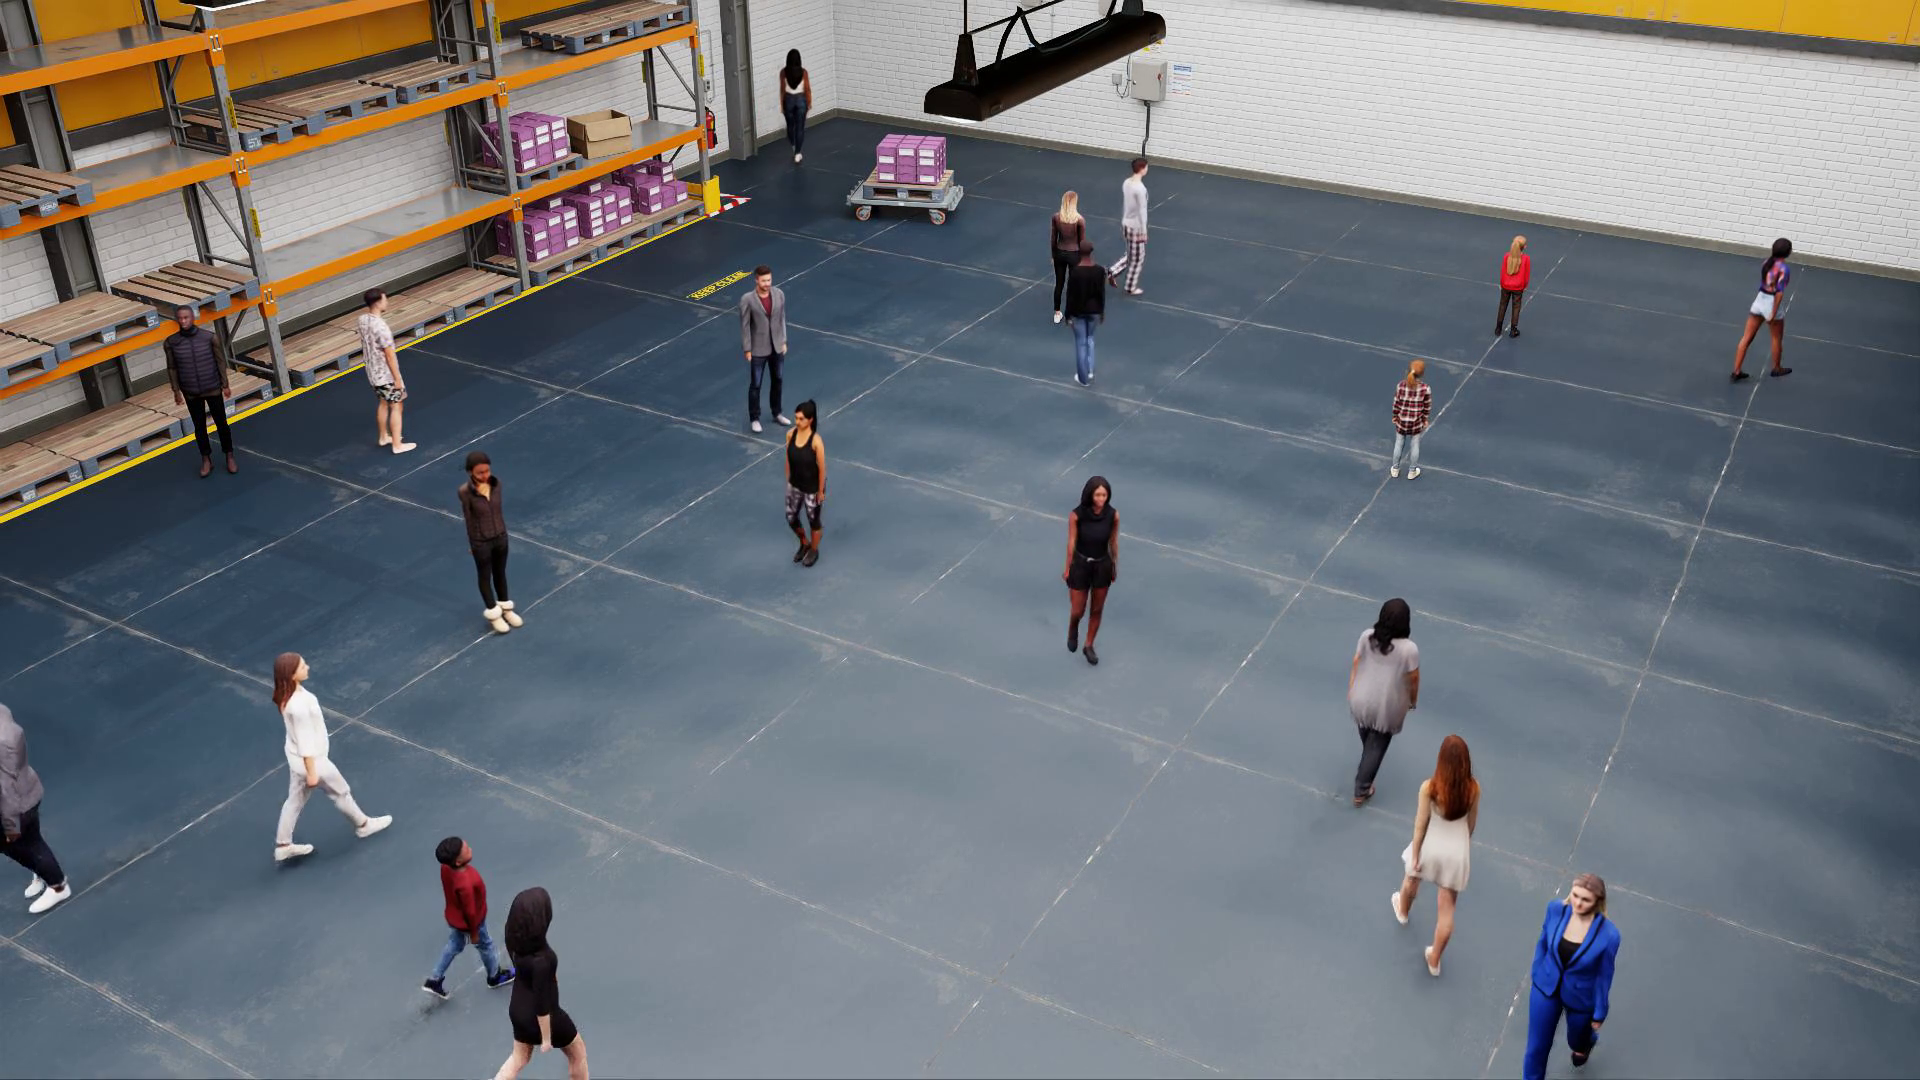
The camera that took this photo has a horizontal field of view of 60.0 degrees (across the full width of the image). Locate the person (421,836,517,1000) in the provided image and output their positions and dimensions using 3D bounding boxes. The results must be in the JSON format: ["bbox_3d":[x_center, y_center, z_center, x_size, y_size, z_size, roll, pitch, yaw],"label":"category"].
[{"bbox_3d":[-3.184,2.399,10.497,0.879,1.238,0.645,-24,37,-37],"label":"person"}]

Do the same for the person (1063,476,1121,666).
[{"bbox_3d":[1.071,0.225,13.971,0.763,1.728,0.820,-5,29,-10],"label":"person"}]

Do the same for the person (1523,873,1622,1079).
[{"bbox_3d":[3.568,2.611,9.654,0.765,1.673,1.108,23,36,35],"label":"person"}]

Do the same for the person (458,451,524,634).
[{"bbox_3d":[-4.114,-0.012,14.476,0.686,1.659,0.629,3,29,6],"label":"person"}]

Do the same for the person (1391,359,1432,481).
[{"bbox_3d":[4.634,-1.249,17.114,0.550,1.305,0.548,12,31,20],"label":"person"}]

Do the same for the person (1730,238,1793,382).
[{"bbox_3d":[9.242,-2.638,19.234,1.065,1.714,0.963,-11,30,-19],"label":"person"}]

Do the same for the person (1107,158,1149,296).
[{"bbox_3d":[2.197,-4.067,21.729,0.909,1.833,0.840,-11,30,-19],"label":"person"}]

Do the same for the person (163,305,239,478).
[{"bbox_3d":[-7.794,-1.549,17.110,0.745,1.836,0.834,-10,30,-18],"label":"person"}]

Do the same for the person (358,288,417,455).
[{"bbox_3d":[-6.108,-1.787,17.577,0.724,1.807,0.641,23,36,36],"label":"person"}]

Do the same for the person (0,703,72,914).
[{"bbox_3d":[-6.281,1.697,11.191,0.808,1.805,0.745,25,37,38],"label":"person"}]

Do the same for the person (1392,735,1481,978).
[{"bbox_3d":[3.107,2.059,10.655,0.828,1.682,1.041,4,29,7],"label":"person"}]

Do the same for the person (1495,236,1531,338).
[{"bbox_3d":[6.863,-3.154,20.632,0.492,1.281,0.506,14,32,24],"label":"person"}]

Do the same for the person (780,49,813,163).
[{"bbox_3d":[-2.728,-7.124,27.400,0.944,1.769,1.190,3,29,5],"label":"person"}]

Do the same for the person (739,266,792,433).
[{"bbox_3d":[-2.113,-2.100,18.084,0.702,1.871,0.836,-17,33,-28],"label":"person"}]

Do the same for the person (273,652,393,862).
[{"bbox_3d":[-4.638,1.544,11.637,1.148,1.648,0.885,-20,34,-32],"label":"person"}]

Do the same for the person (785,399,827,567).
[{"bbox_3d":[-1.383,-0.552,15.471,0.600,1.655,0.550,15,32,25],"label":"person"}]

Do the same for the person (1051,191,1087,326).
[{"bbox_3d":[1.354,-3.557,20.930,0.633,1.704,0.537,11,30,19],"label":"person"}]

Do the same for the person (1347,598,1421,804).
[{"bbox_3d":[3.078,1.214,12.328,0.703,1.565,1.040,19,34,31],"label":"person"}]

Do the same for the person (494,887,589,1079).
[{"bbox_3d":[-2.462,2.730,9.341,1.158,1.763,0.813,-24,37,-37],"label":"person"}]

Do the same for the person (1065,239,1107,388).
[{"bbox_3d":[1.466,-2.578,19.098,0.706,1.740,0.769,-8,30,-14],"label":"person"}]
